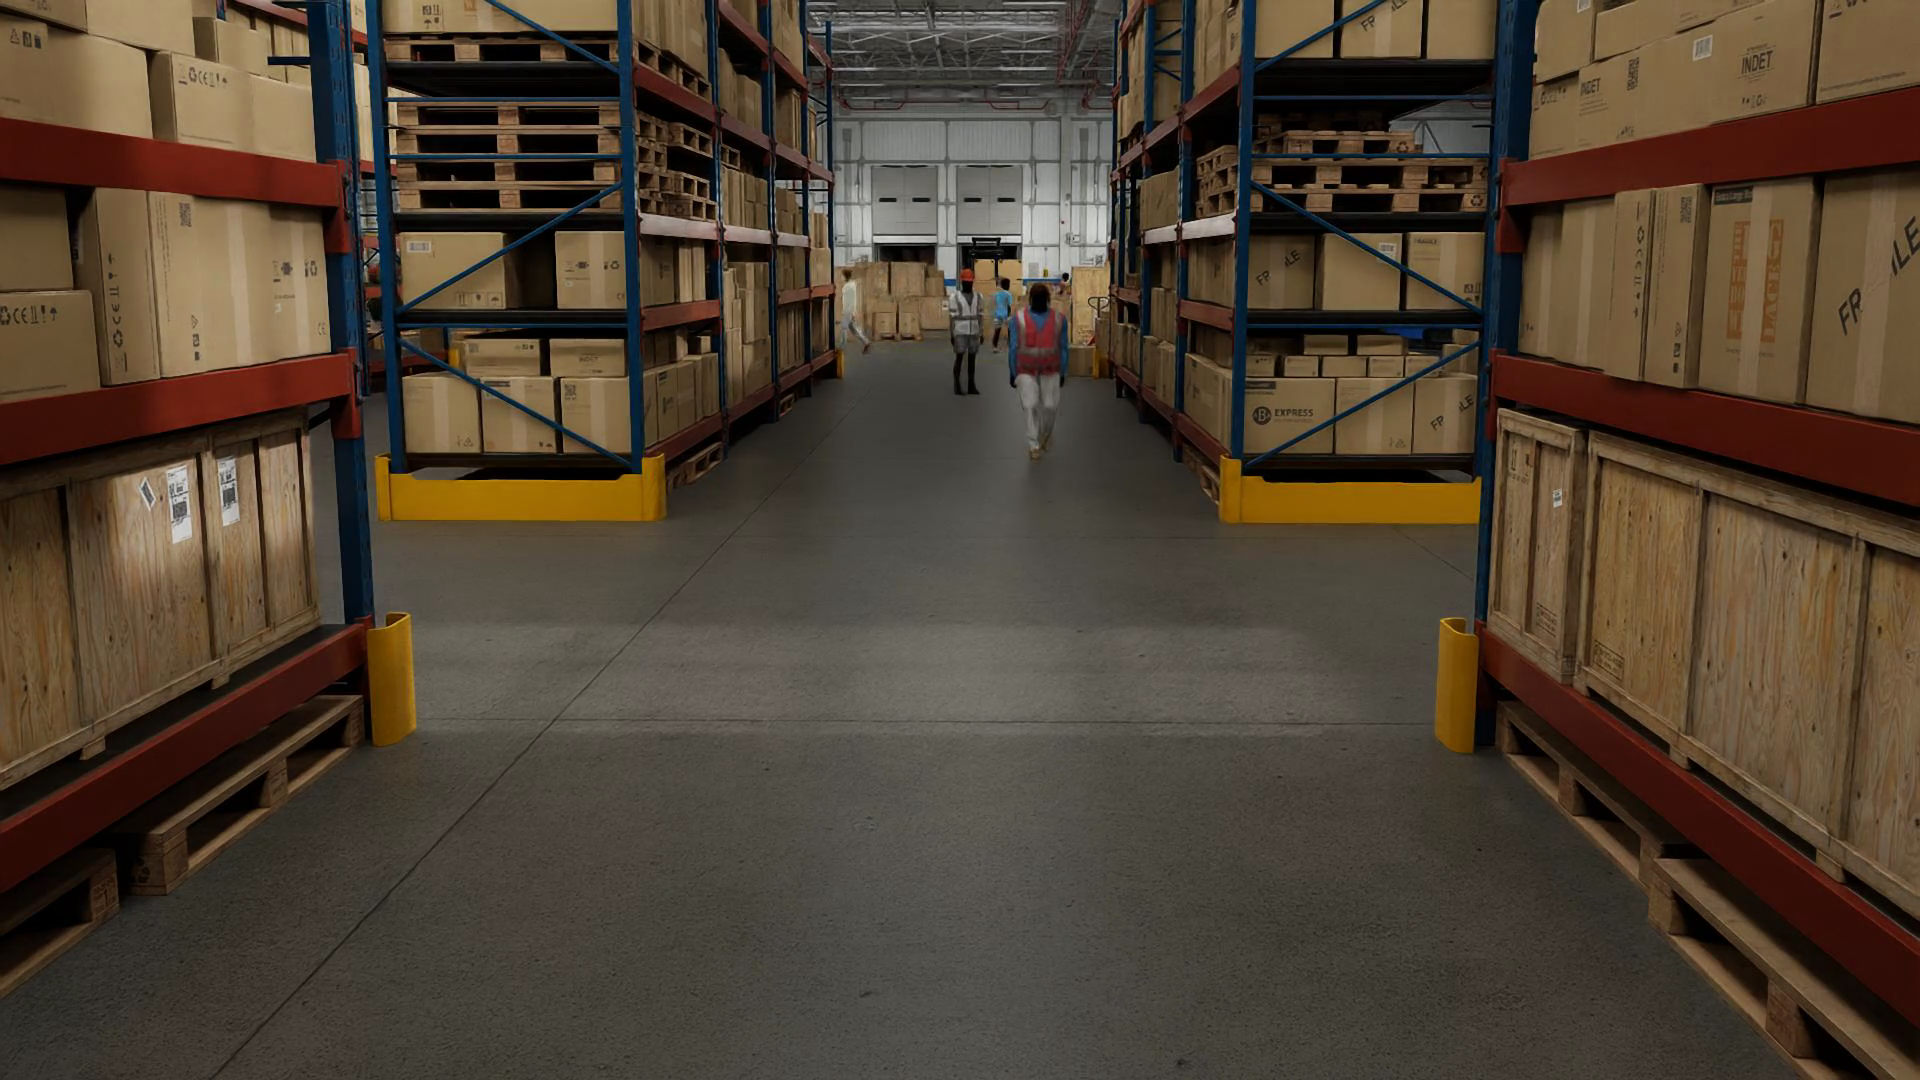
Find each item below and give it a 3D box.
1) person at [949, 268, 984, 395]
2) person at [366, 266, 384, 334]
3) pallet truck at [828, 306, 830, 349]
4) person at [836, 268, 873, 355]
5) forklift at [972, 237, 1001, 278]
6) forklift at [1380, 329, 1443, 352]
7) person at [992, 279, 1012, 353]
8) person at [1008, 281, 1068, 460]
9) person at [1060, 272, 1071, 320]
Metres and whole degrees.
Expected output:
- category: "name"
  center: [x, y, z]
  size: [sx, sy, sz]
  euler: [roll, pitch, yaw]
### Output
- category: "person"
  center: [0.117, -3.179, 25.431]
  size: [0.551, 1.932, 0.378]
  euler: [-4, 10, -22]
- category: "person"
  center: [-10.916, -4.203, 31.492]
  size: [0.821, 1.965, 0.641]
  euler: [-7, 12, -37]
- category: "pallet truck"
  center: [-3.100, -3.940, 29.800]
  size: [1.885, 1.965, 0.823]
  euler: [3, 10, 19]
- category: "person"
  center: [-2.378, -5.016, 36.544]
  size: [0.937, 1.908, 0.642]
  euler: [-2, 10, -15]
- category: "forklift"
  center: [0.842, -8.321, 53.406]
  size: [1.129, 2.768, 1.873]
  euler: [0, 9, 1]
- category: "forklift"
  center: [10.608, -5.691, 37.653]
  size: [1.873, 2.768, 1.129]
  euler: [8, 12, 38]
- category: "person"
  center: [1.052, -5.003, 37.193]
  size: [0.848, 1.656, 0.538]
  euler: [-9, 13, -44]
- category: "person"
  center: [0.800, -1.733, 17.085]
  size: [0.634, 1.826, 0.443]
  euler: [0, 9, -2]
- category: "person"
  center: [3.657, -8.596, 58.637]
  size: [0.672, 1.677, 0.541]
  euler: [4, 10, 24]
